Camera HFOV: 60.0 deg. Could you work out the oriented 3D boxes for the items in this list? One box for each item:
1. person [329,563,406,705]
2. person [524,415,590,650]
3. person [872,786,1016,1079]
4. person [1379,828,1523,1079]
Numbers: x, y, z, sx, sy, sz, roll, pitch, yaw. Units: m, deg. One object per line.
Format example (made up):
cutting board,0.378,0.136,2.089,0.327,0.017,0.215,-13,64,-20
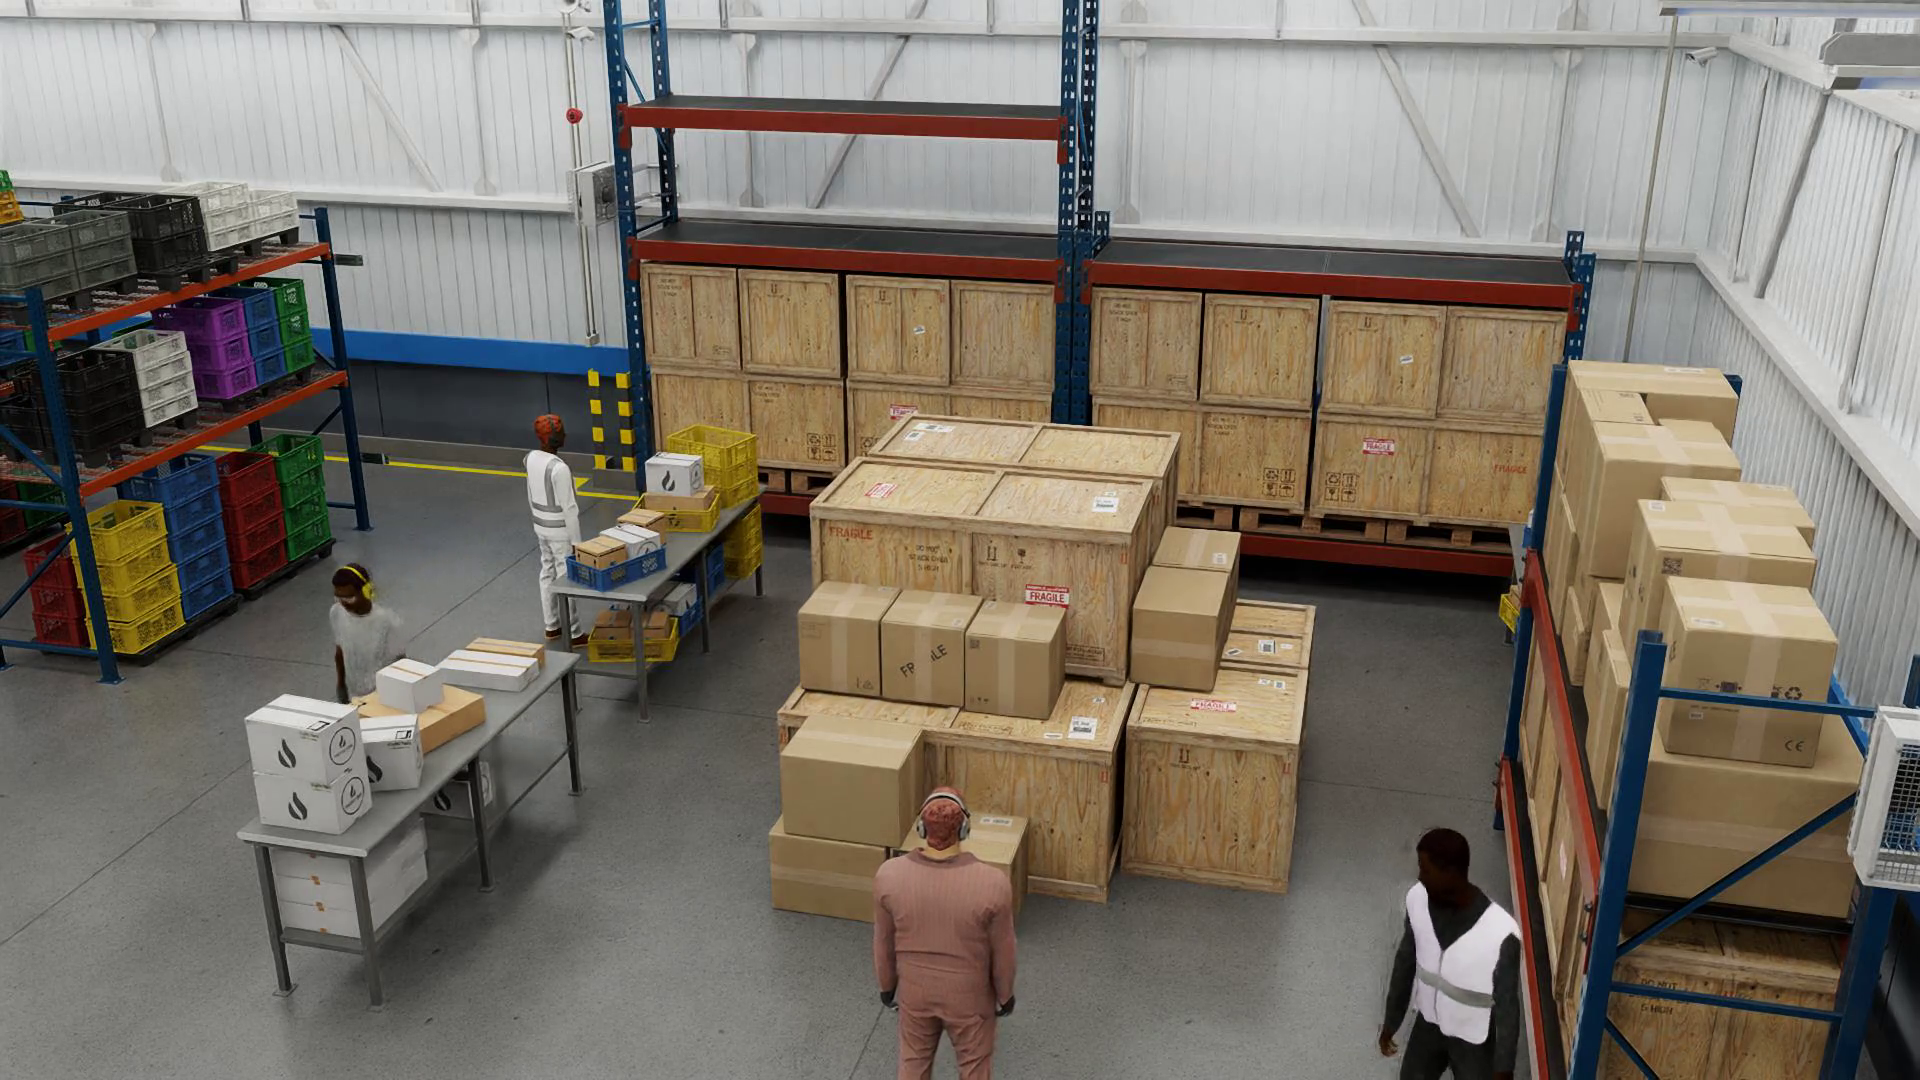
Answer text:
person,-3.622,0.969,10.352,0.588,1.877,0.662,4,21,10
person,-3.122,-0.064,12.935,0.355,1.883,0.574,-20,28,-41
person,-0.063,1.993,7.540,0.650,1.899,0.401,6,22,14
person,2.163,2.126,7.234,0.416,1.872,0.631,-16,26,-36
